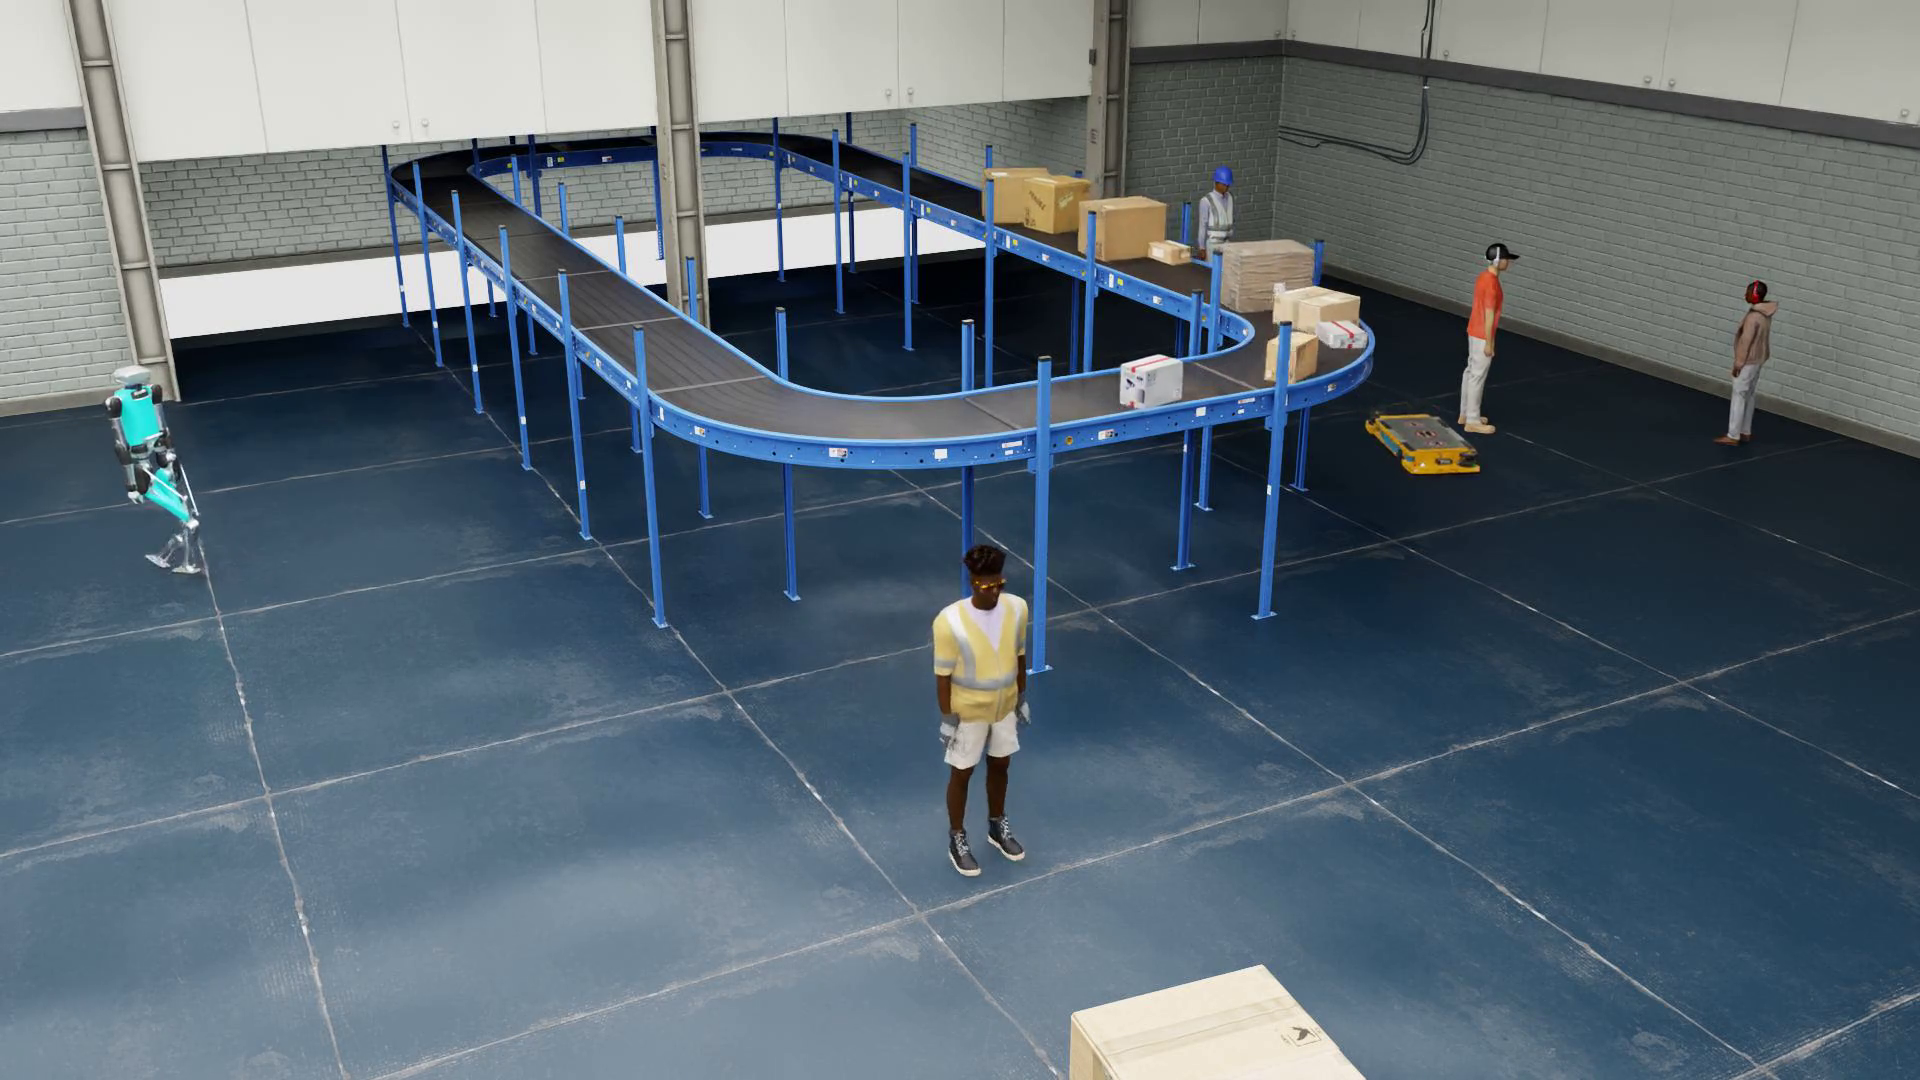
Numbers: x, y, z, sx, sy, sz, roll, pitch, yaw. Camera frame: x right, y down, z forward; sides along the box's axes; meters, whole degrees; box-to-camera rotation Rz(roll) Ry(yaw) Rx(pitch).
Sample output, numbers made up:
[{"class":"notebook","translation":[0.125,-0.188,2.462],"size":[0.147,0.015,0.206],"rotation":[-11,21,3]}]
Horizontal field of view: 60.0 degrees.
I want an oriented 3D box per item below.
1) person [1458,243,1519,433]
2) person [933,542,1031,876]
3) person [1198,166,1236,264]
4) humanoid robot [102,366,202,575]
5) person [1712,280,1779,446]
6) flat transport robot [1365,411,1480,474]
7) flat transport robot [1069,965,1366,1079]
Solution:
[{"class":"person","translation":[5.305,-2.039,16.728],"size":[0.412,1.912,0.477],"rotation":[2,22,6]},{"class":"person","translation":[0.136,0.931,9.316],"size":[0.603,1.965,0.378],"rotation":[-13,25,-29]},{"class":"person","translation":[3.224,-3.711,20.835],"size":[0.616,1.934,0.412],"rotation":[-17,28,-36]},{"class":"humanoid robot","translation":[-6.261,-0.492,13.117],"size":[0.920,1.752,0.551],"rotation":[7,23,17]},{"class":"person","translation":[7.742,-1.733,16.316],"size":[0.470,1.644,0.333],"rotation":[-20,29,-40]},{"class":"flat transport robot","translation":[4.501,-0.957,16.240],"size":[0.659,0.231,1.431],"rotation":[-2,22,-4]},{"class":"flat transport robot","translation":[1.106,2.792,6.974],"size":[1.431,0.231,0.659],"rotation":[-8,23,-20]}]
